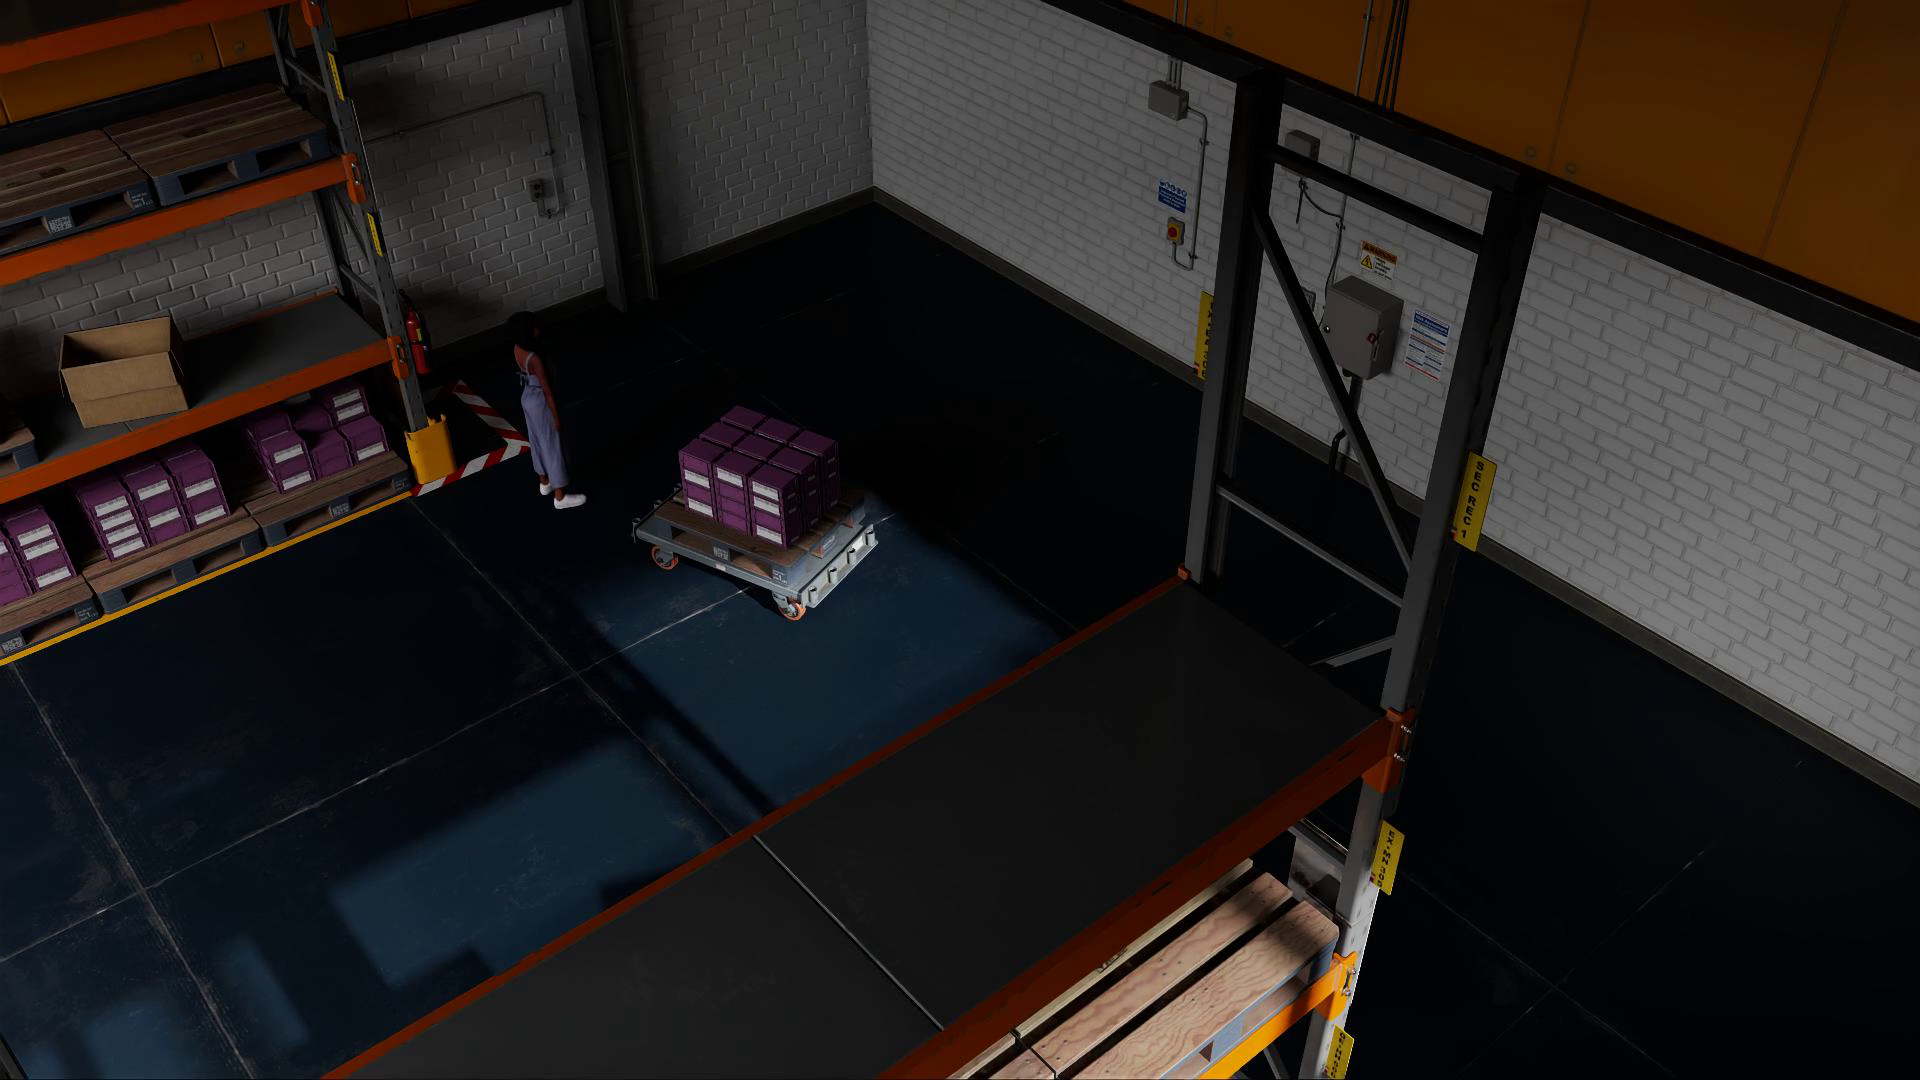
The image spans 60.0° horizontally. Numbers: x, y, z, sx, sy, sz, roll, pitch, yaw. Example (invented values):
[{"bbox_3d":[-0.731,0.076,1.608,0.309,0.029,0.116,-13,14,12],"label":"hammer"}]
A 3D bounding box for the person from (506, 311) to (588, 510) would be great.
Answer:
[{"bbox_3d":[-3.200,-1.012,12.734,0.540,1.696,0.584,-24,45,-27],"label":"person"}]
